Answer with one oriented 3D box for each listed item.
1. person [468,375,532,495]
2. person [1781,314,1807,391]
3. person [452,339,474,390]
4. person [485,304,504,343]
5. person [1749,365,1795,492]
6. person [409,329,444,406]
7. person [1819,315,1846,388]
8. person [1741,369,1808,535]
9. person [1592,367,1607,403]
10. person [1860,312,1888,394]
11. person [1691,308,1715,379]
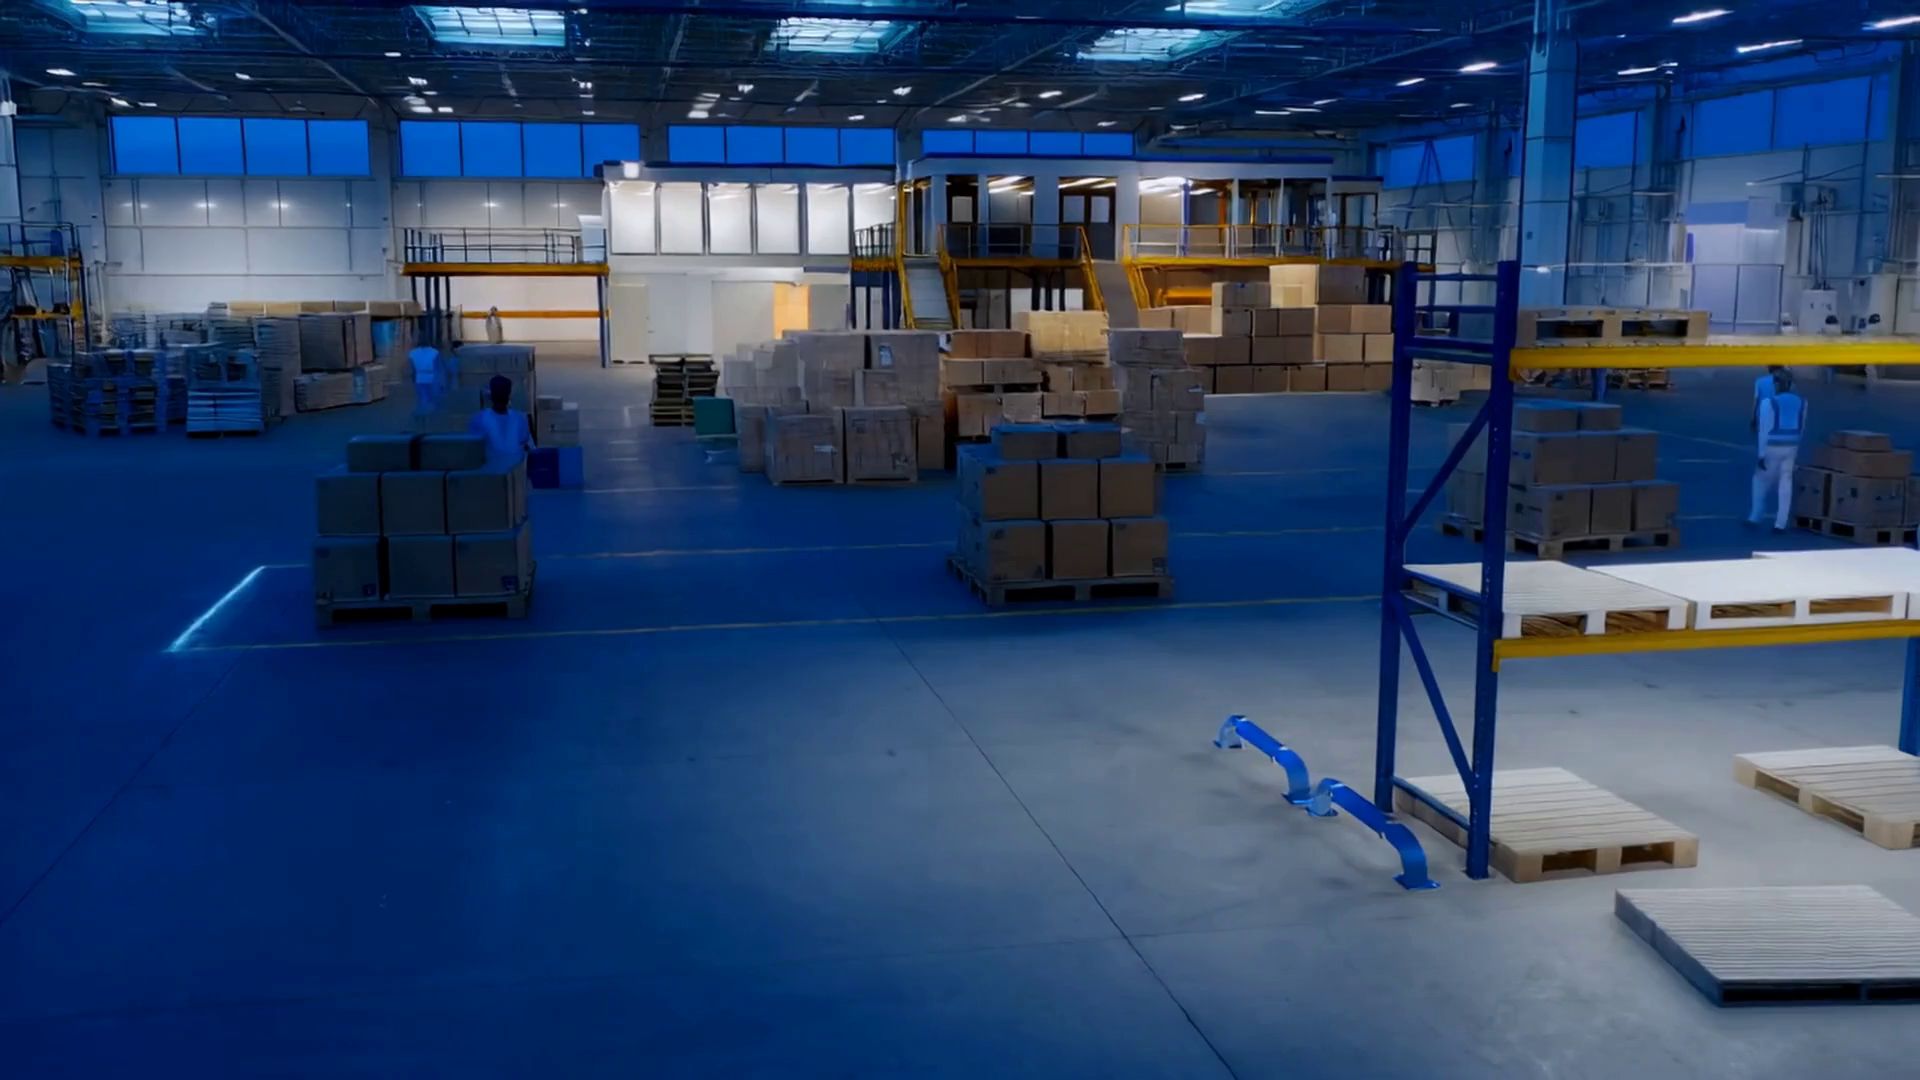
[{"bbox_3d":[-4.484,-0.629,16.262,0.603,1.958,0.380,-7,12,-37],"label":"person"},{"bbox_3d":[20.228,-4.550,40.419,1.031,1.881,0.705,-2,9,-11],"label":"person"},{"bbox_3d":[-8.239,-2.448,27.834,0.486,1.813,1.025,2,10,14],"label":"person"},{"bbox_3d":[-14.817,-6.585,52.982,0.539,1.817,0.712,-1,9,-4],"label":"person"},{"bbox_3d":[10.994,-1.574,22.460,0.547,1.813,0.996,6,11,32],"label":"person"},{"bbox_3d":[-9.533,-2.798,29.646,0.597,1.904,0.691,2,10,12],"label":"person"},{"bbox_3d":[21.658,-4.685,41.396,0.662,1.821,0.500,1,9,6],"label":"person"},{"bbox_3d":[9.205,-1.001,18.800,0.592,1.863,0.665,-1,9,-5],"label":"person"},{"bbox_3d":[13.725,-3.763,35.739,0.430,1.838,0.619,6,11,34],"label":"person"},{"bbox_3d":[21.651,-4.423,39.434,0.618,1.971,0.912,1,9,6],"label":"person"},{"bbox_3d":[20.106,-5.301,44.937,0.759,1.891,0.553,5,11,30],"label":"person"}]
